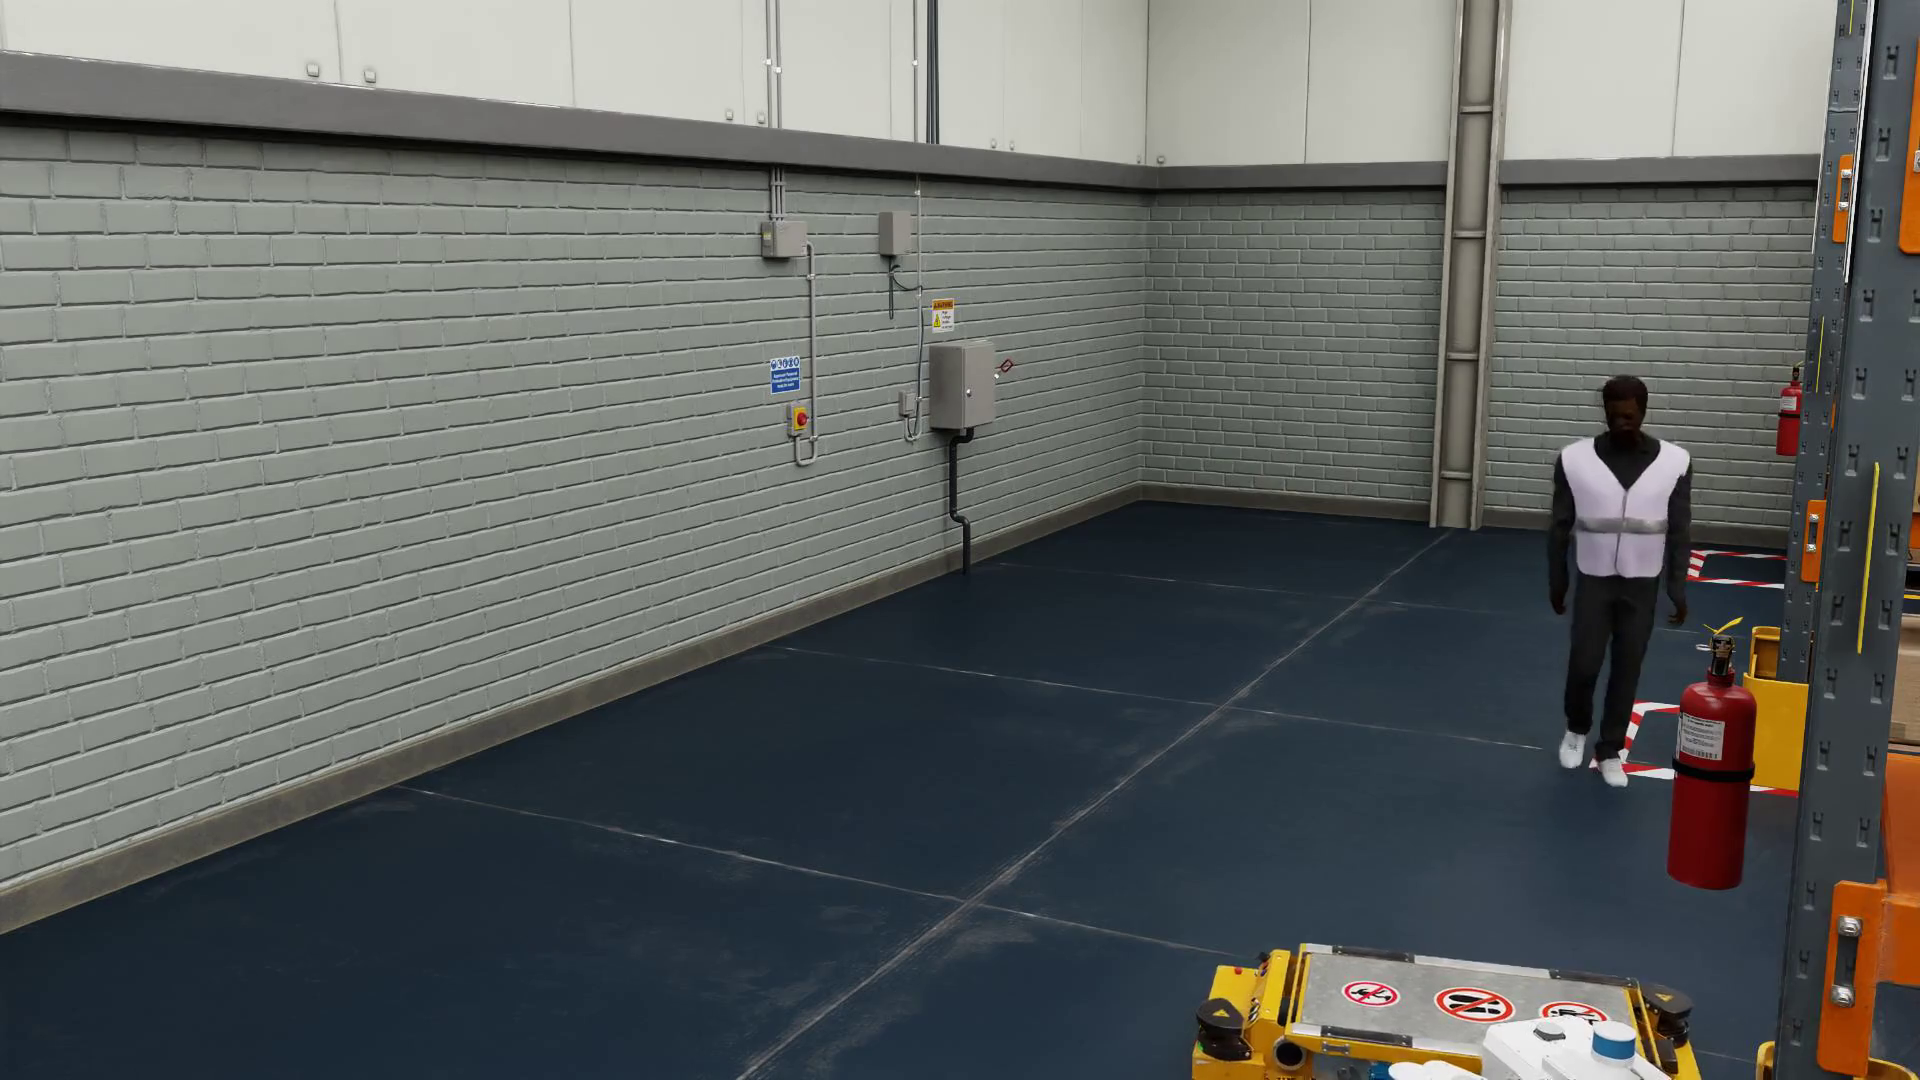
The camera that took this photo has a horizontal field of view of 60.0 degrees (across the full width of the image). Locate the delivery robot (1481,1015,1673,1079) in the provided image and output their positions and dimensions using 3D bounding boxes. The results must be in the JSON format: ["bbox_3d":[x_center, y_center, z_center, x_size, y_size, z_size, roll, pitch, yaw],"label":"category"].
[{"bbox_3d":[1.619,1.447,4.152,0.477,0.478,0.707,-3,11,-14],"label":"delivery robot"}]

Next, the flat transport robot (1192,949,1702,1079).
[{"bbox_3d":[1.457,1.480,5.003,1.431,0.197,0.652,3,11,15],"label":"flat transport robot"}]

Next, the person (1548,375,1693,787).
[{"bbox_3d":[3.007,0.190,7.610,0.593,1.899,0.450,2,11,12],"label":"person"}]

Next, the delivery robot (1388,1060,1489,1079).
[{"bbox_3d":[1.056,1.485,3.945,0.707,0.478,0.477,-10,14,-42],"label":"delivery robot"}]
